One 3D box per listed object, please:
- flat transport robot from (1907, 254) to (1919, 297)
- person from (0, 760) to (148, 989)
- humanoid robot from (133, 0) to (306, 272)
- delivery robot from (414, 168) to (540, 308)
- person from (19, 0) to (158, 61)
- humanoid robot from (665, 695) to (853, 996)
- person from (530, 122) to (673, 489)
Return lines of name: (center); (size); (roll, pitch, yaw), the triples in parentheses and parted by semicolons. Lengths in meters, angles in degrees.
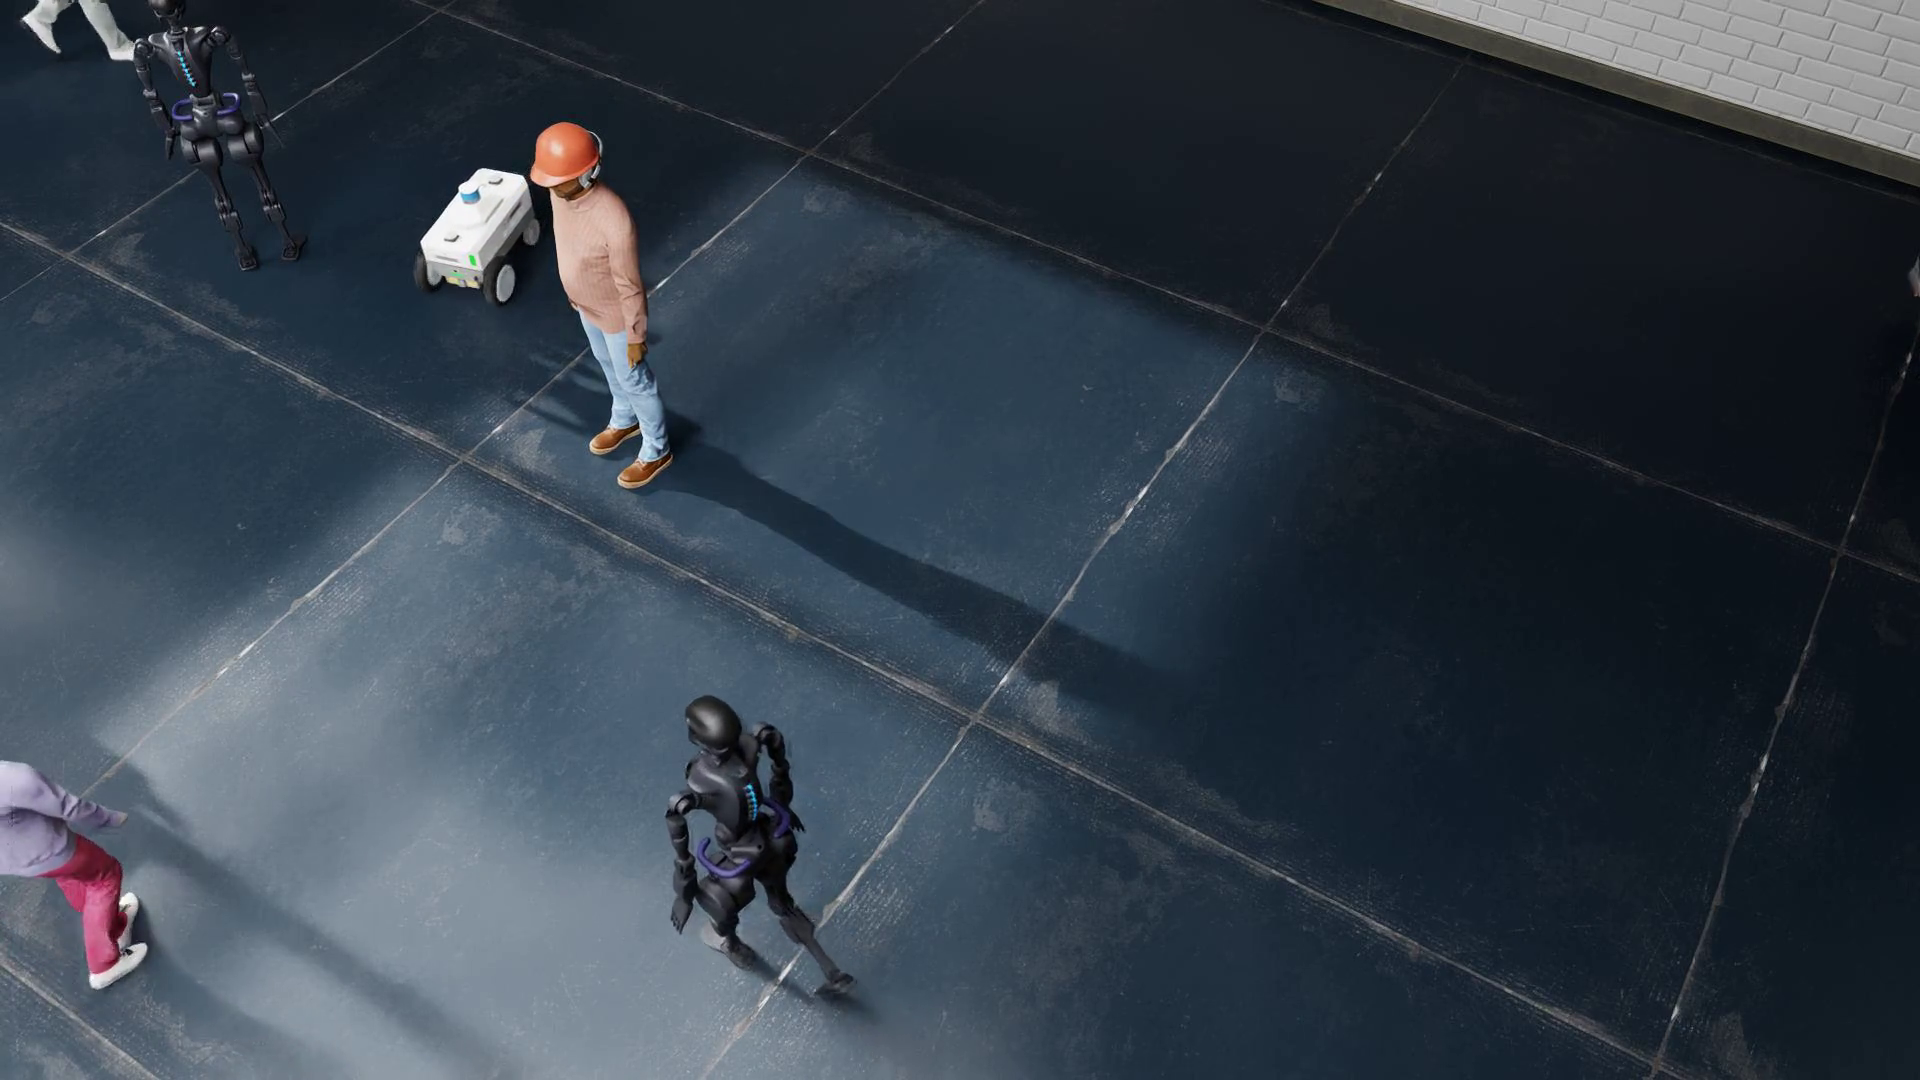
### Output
flat transport robot: (5.594, -0.881, 8.586); (0.659, 0.231, 1.431); (6, 49, 5)
person: (-3.326, 1.070, 5.983); (0.534, 1.603, 0.391); (5, 49, 4)
humanoid robot: (-3.926, -2.169, 8.767); (0.599, 1.657, 0.315); (-11, 50, -10)
delivery robot: (-2.628, -1.684, 9.092); (0.499, 0.587, 0.791); (12, 50, 11)
person: (-5.489, -3.672, 9.938); (0.664, 1.902, 0.603); (-12, 50, -10)
humanoid robot: (-0.733, 1.156, 5.887); (0.625, 1.635, 0.610); (31, 56, 24)
person: (-1.631, -1.069, 7.614); (0.402, 1.986, 0.610); (-32, 56, -25)
